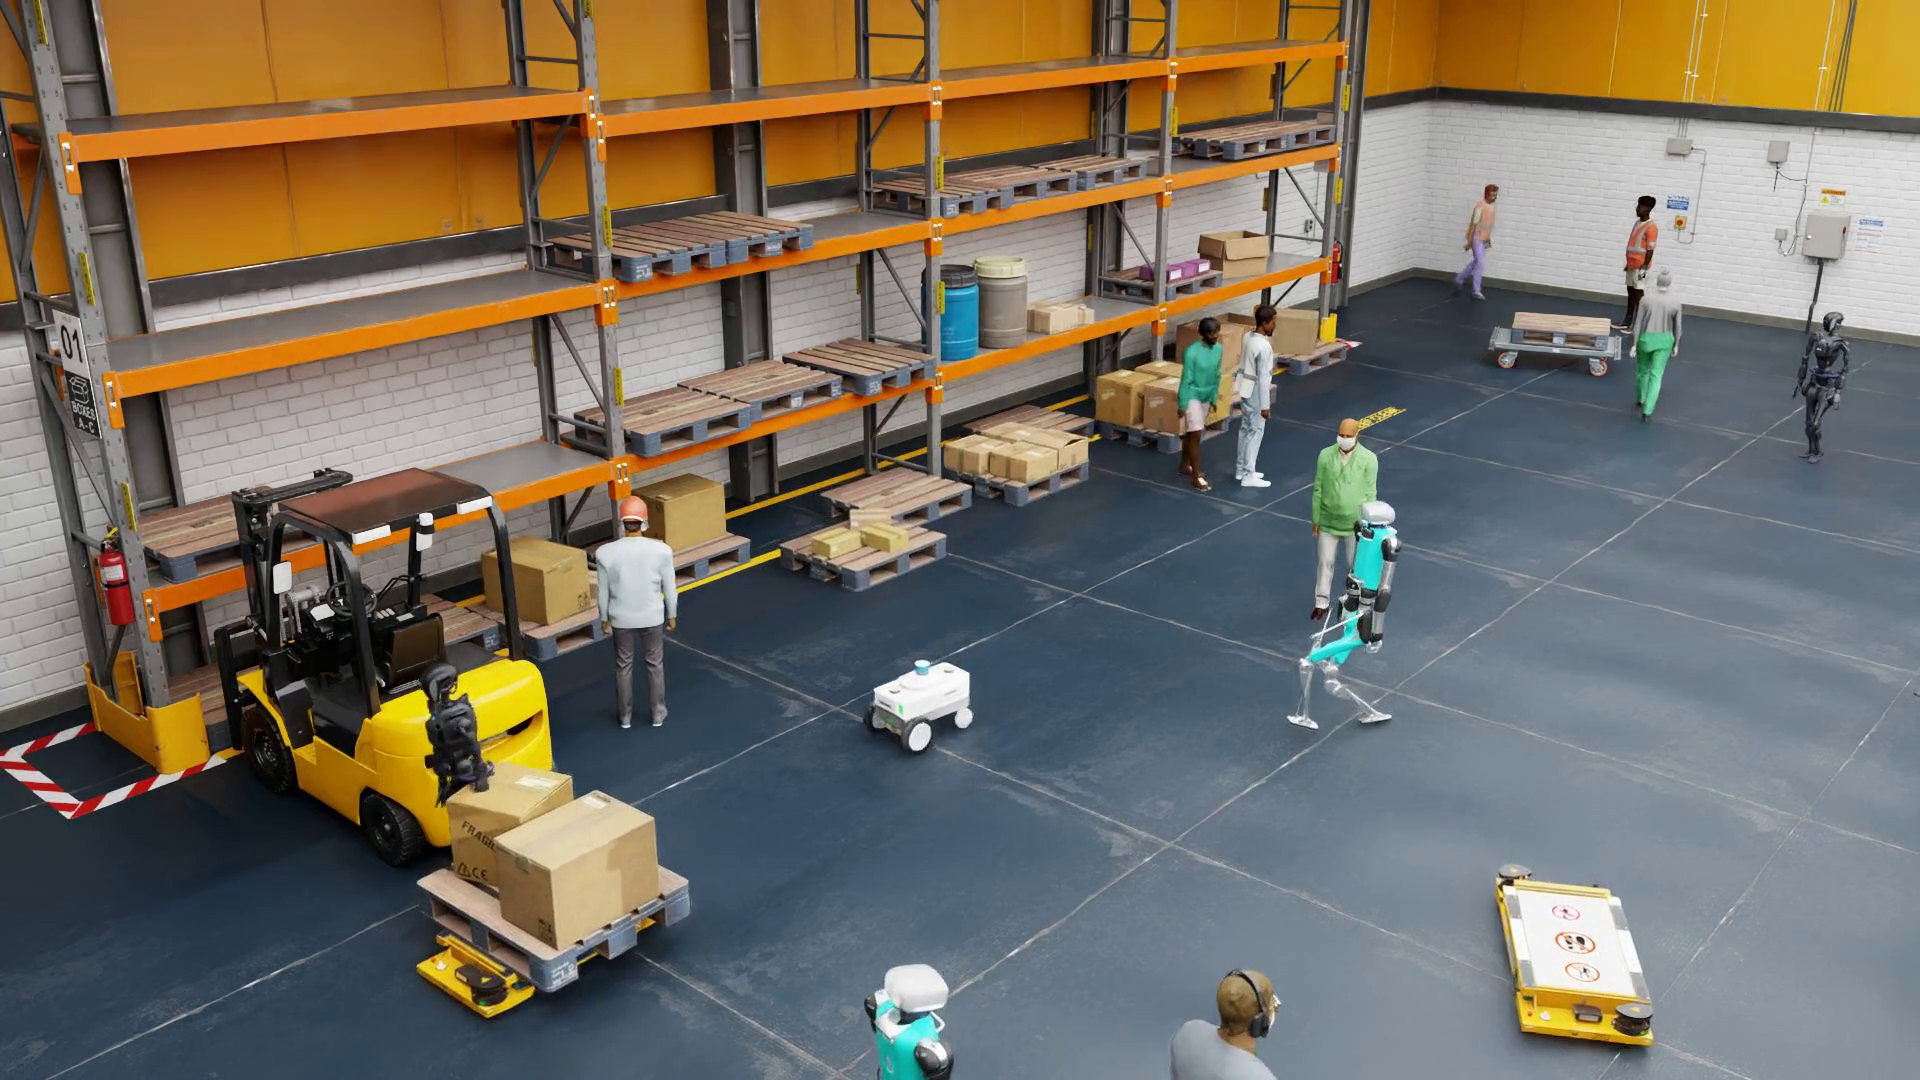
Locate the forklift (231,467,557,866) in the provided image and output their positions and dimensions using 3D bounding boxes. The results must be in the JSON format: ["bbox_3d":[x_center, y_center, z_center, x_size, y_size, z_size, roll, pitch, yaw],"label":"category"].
[{"bbox_3d":[-3.730,0.710,10.856,2.313,2.155,1.214,17,26,38],"label":"forklift"}]

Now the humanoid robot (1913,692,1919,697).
[{"bbox_3d":[7.480,0.527,12.118,0.669,1.637,0.610,2,20,4],"label":"humanoid robot"}]

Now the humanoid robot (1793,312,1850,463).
[{"bbox_3d":[9.346,-1.669,18.039,0.367,1.644,0.590,-9,22,-23],"label":"humanoid robot"}]

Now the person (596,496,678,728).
[{"bbox_3d":[-2.323,0.523,12.009,0.576,1.737,0.352,-4,21,-10],"label":"person"}]

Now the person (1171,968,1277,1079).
[{"bbox_3d":[0.972,2.509,6.370,0.573,1.918,0.635,-9,22,-22],"label":"person"}]

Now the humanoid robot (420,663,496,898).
[{"bbox_3d":[-2.833,1.447,9.612,0.407,1.638,0.612,-16,26,-38],"label":"humanoid robot"}]

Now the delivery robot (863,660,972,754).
[{"bbox_3d":[-0.284,1.172,11.984,0.813,0.609,0.499,-17,26,-39],"label":"delivery robot"}]

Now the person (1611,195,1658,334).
[{"bbox_3d":[9.696,-3.949,23.802,0.368,1.966,0.605,-1,20,-2],"label":"person"}]

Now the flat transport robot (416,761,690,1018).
[{"bbox_3d":[-2.304,2.224,9.525,0.659,0.231,1.431,16,26,37],"label":"flat transport robot"}]

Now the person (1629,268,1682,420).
[{"bbox_3d":[8.263,-2.357,19.748,0.549,1.789,0.967,9,22,22],"label":"person"}]

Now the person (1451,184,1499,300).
[{"bbox_3d":[8.062,-4.689,26.040,0.695,1.810,0.611,17,26,38],"label":"person"}]

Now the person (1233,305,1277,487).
[{"bbox_3d":[3.051,-1.490,17.227,0.403,1.910,0.597,-3,21,-9],"label":"person"}]

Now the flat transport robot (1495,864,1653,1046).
[{"bbox_3d":[3.413,2.301,9.317,0.659,0.231,1.431,4,21,11],"label":"flat transport robot"}]

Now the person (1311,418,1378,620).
[{"bbox_3d":[3.175,-0.158,13.813,0.534,1.778,0.390,8,22,21],"label":"person"}]

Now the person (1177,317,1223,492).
[{"bbox_3d":[2.480,-1.441,17.260,0.504,1.803,0.700,-16,25,-36],"label":"person"}]

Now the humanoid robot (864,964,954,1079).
[{"bbox_3d":[0.085,2.470,6.808,0.884,1.832,0.553,-12,23,-29],"label":"humanoid robot"}]

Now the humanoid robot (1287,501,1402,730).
[{"bbox_3d":[2.658,0.605,11.865,1.026,1.765,0.535,-5,21,-13],"label":"humanoid robot"}]
